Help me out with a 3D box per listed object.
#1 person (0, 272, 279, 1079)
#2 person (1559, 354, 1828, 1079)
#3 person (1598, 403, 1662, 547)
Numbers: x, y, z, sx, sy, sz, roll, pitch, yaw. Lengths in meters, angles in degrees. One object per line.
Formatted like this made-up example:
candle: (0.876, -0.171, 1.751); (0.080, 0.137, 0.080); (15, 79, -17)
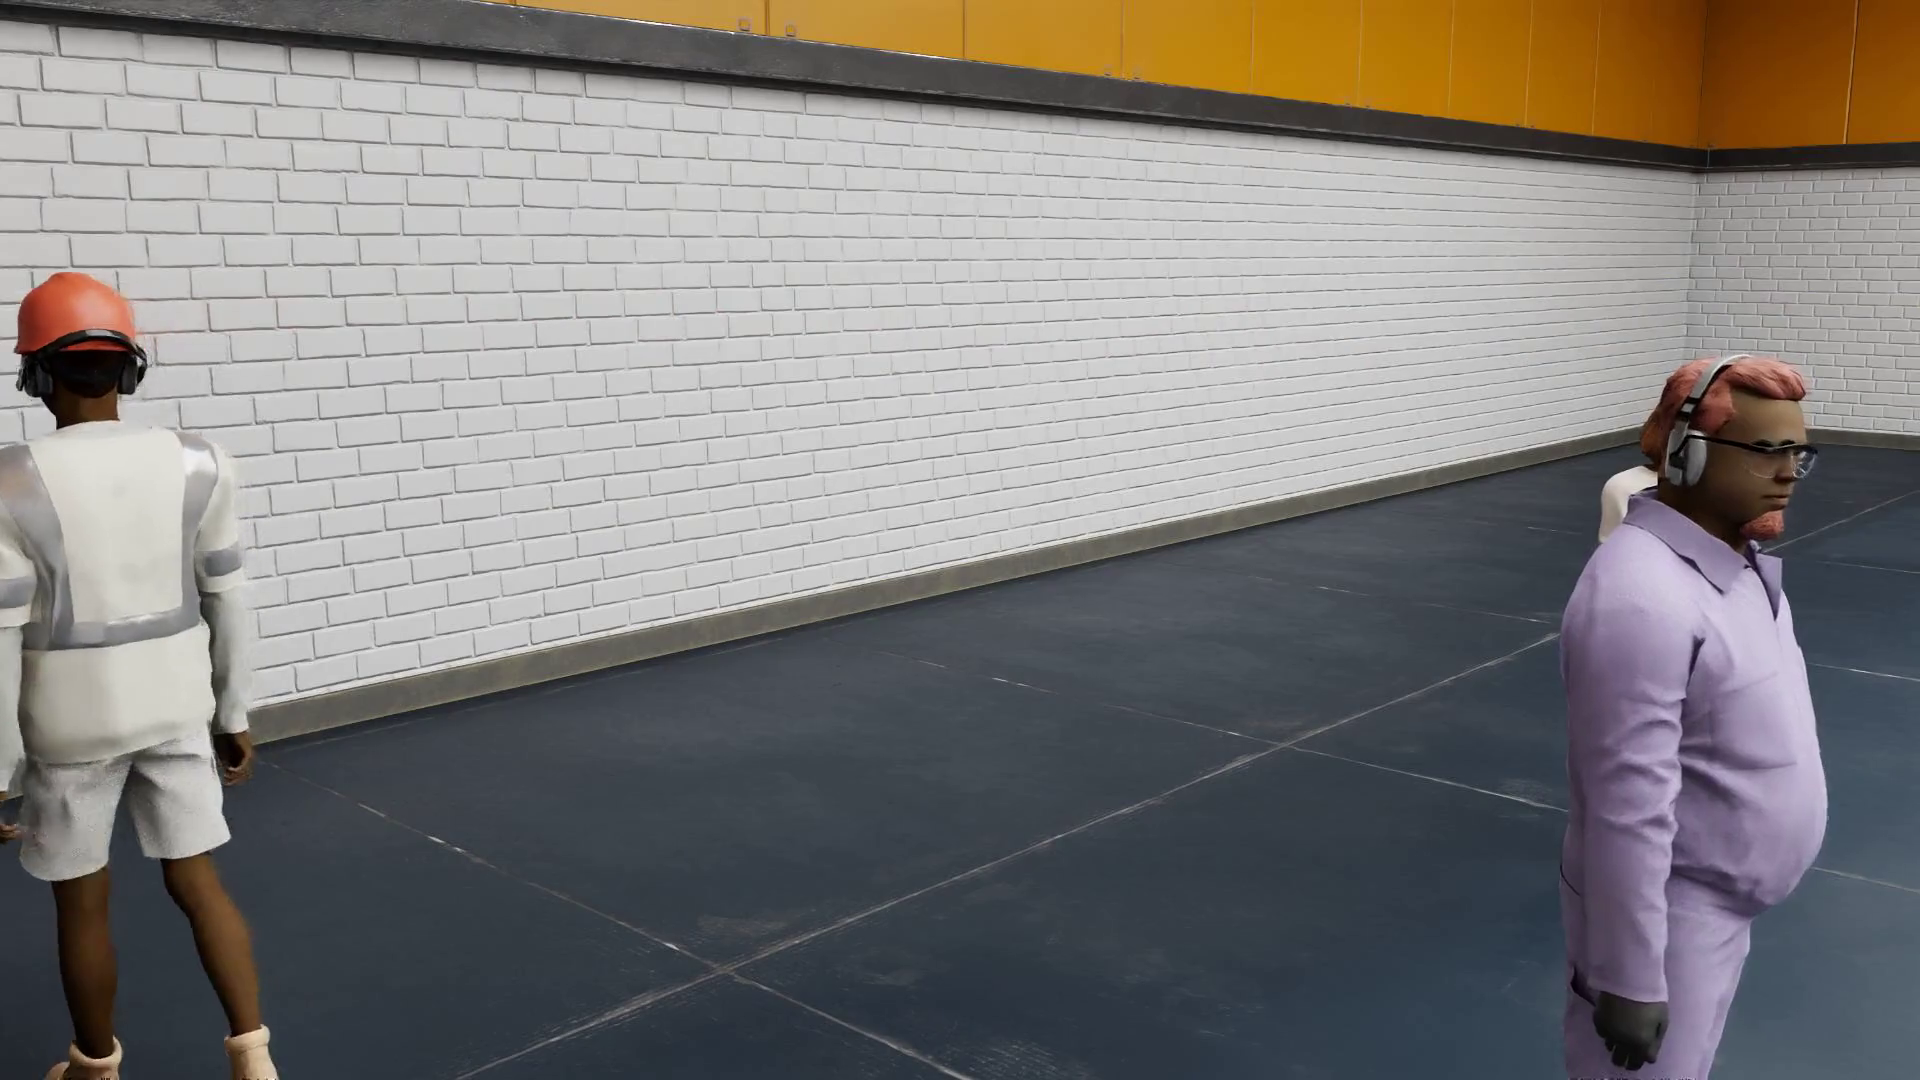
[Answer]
person: (-1.919, 0.421, 3.806); (0.651, 2.058, 0.631); (9, 13, 41)
person: (1.230, 0.640, 2.824); (0.400, 1.905, 0.645); (7, 12, 35)
person: (2.312, 0.313, 5.461); (0.497, 1.632, 0.289); (-2, 10, -13)
